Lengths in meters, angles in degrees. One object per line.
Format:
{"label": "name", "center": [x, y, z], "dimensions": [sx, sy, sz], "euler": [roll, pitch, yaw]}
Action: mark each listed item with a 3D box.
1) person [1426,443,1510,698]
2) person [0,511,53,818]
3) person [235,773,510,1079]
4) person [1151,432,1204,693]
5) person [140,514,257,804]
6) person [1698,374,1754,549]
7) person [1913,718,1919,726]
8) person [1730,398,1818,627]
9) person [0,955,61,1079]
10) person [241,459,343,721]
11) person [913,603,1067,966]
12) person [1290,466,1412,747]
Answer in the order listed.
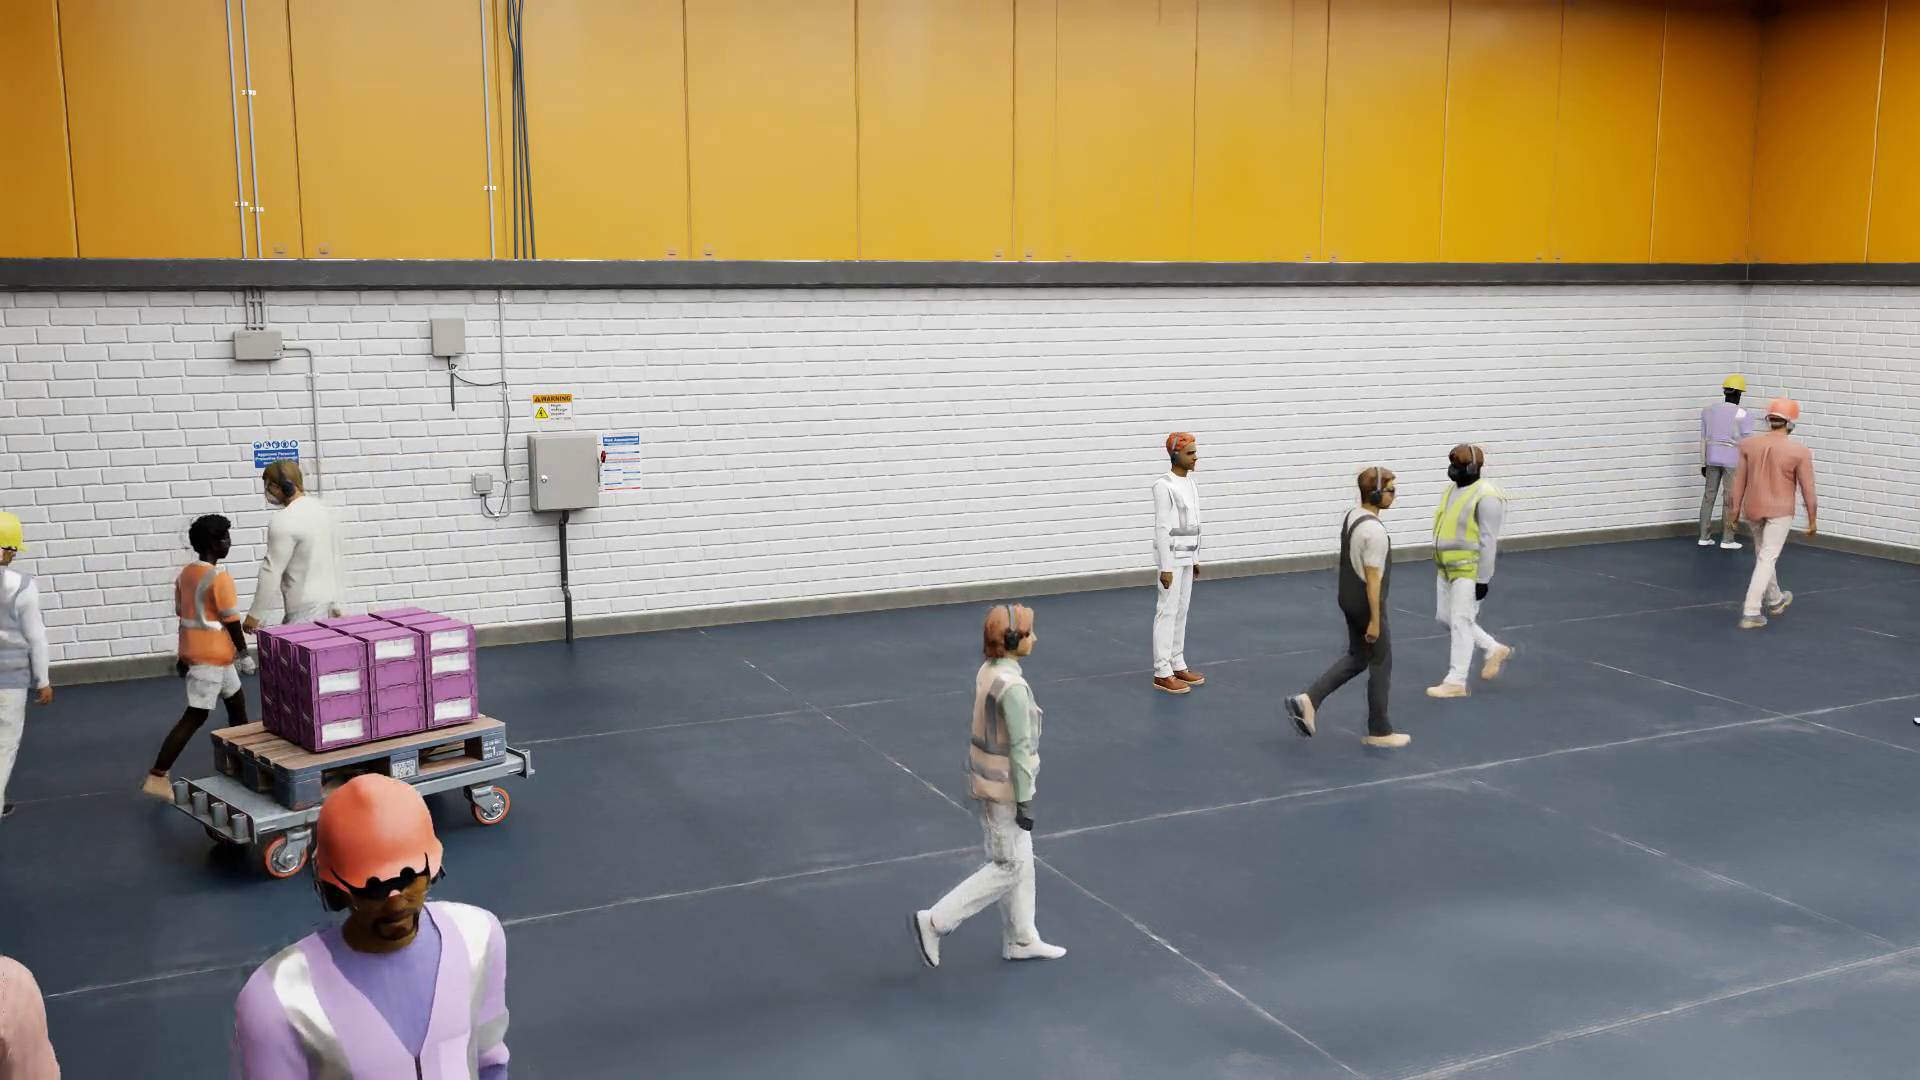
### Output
{"label": "person", "center": [3.672, 0.215, 11.887], "dimensions": [0.616, 1.830, 0.624], "euler": [-2, 9, -13]}
{"label": "person", "center": [-5.192, 0.743, 8.825], "dimensions": [0.599, 1.777, 0.797], "euler": [0, 9, 2]}
{"label": "person", "center": [-1.302, 1.450, 3.685], "dimensions": [0.878, 2.016, 0.607], "euler": [8, 12, 42]}
{"label": "person", "center": [1.588, 0.157, 12.088], "dimensions": [0.355, 1.882, 0.575], "euler": [5, 10, 29]}
{"label": "person", "center": [-4.375, 0.672, 9.630], "dimensions": [0.902, 1.645, 0.516], "euler": [-8, 12, -41]}
{"label": "person", "center": [8.414, -0.857, 18.269], "dimensions": [0.388, 1.919, 0.584], "euler": [-8, 12, -39]}
{"label": "person", "center": [6.893, 0.343, 11.041], "dimensions": [1.004, 1.856, 0.668], "euler": [0, 9, 0]}
{"label": "person", "center": [7.078, -0.243, 14.348], "dimensions": [0.994, 1.943, 0.660], "euler": [-6, 11, -34]}
{"label": "person", "center": [-2.333, 1.505, 3.718], "dimensions": [0.685, 1.878, 0.773], "euler": [-3, 10, -20]}
{"label": "person", "center": [-4.123, 0.422, 10.471], "dimensions": [0.984, 1.883, 0.628], "euler": [-1, 9, -3]}
{"label": "person", "center": [0.139, 1.076, 7.181], "dimensions": [0.628, 1.619, 0.520], "euler": [-1, 9, -8]}
{"label": "person", "center": [2.514, 0.433, 10.562], "dimensions": [0.704, 1.825, 0.527], "euler": [-2, 9, -10]}
